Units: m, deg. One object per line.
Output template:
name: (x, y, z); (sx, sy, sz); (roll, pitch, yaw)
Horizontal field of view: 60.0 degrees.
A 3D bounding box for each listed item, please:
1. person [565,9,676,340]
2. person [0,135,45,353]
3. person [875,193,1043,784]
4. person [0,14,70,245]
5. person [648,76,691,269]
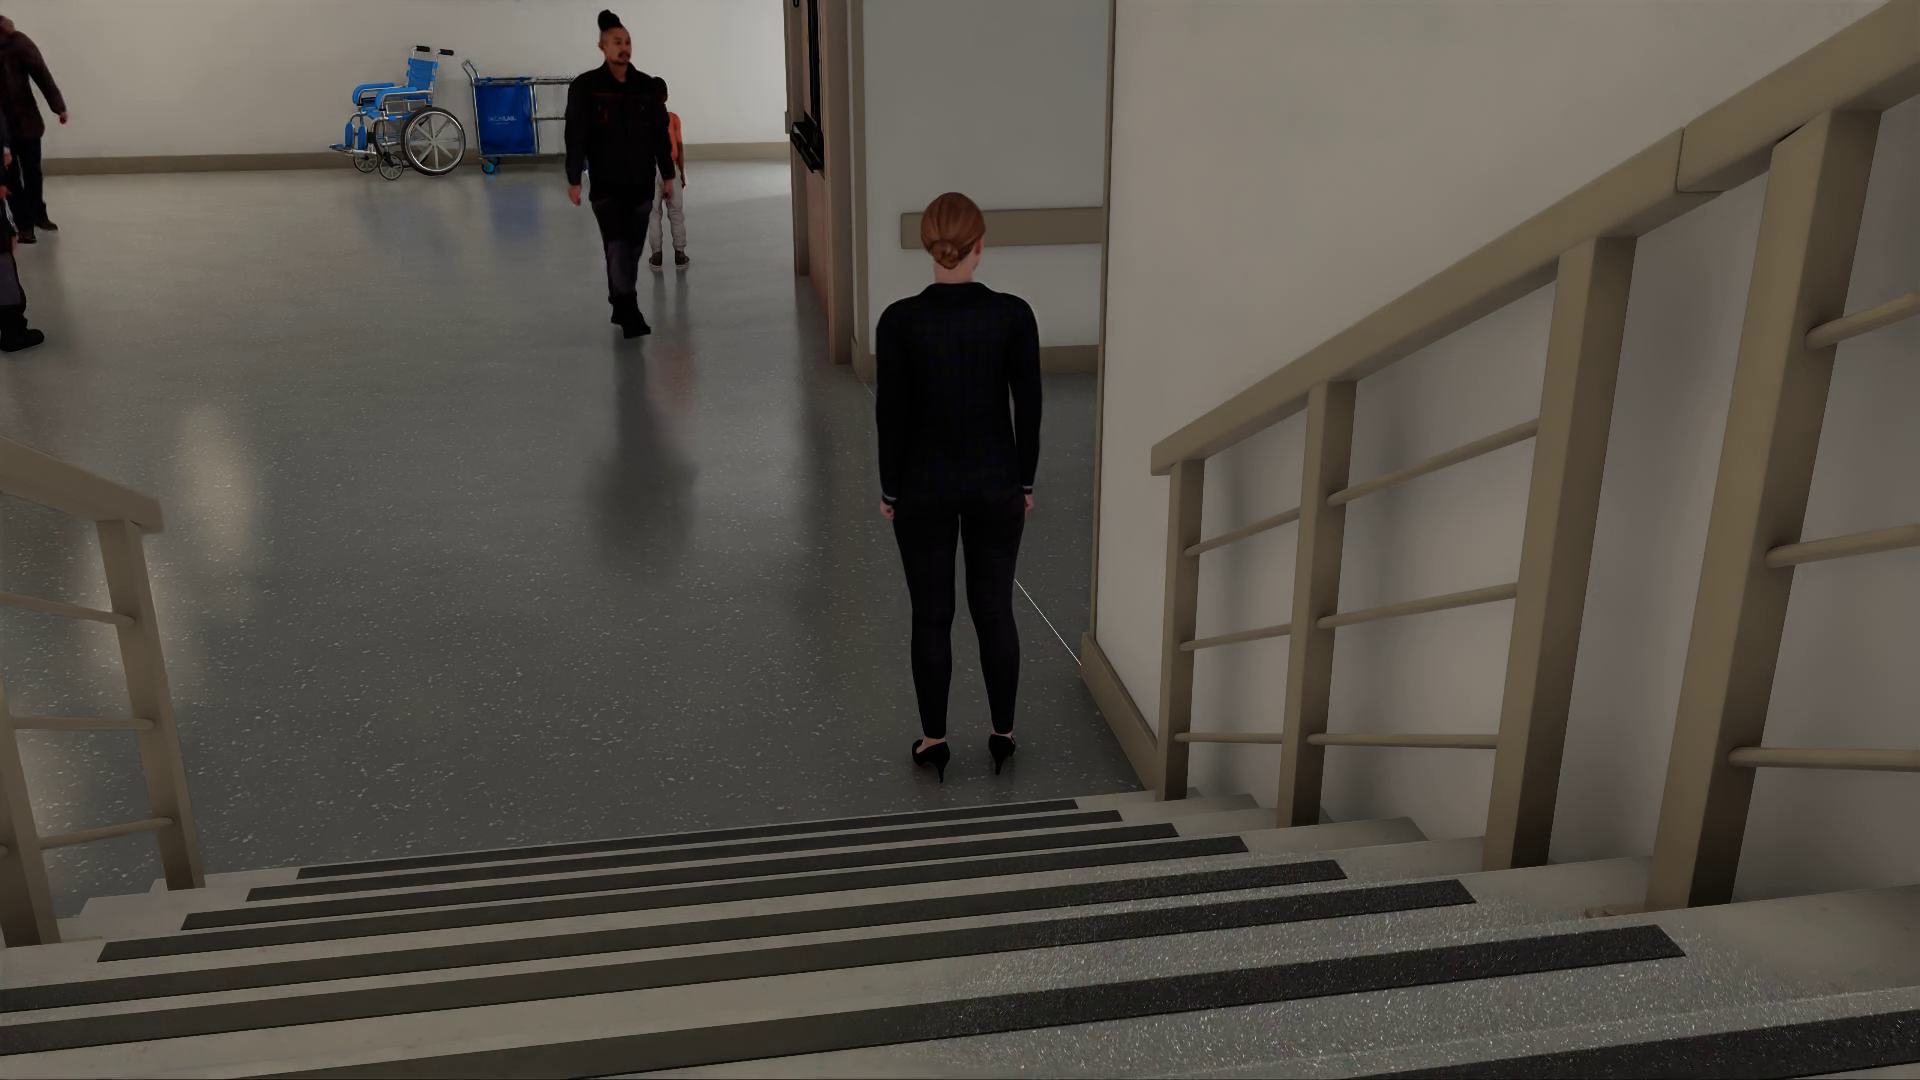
person: (-2.023, -2.125, 9.724); (1.026, 1.838, 1.131); (-15, 25, -34)
person: (-5.620, -2.026, 9.315); (0.689, 1.943, 0.572); (-3, 21, -8)
person: (-0.002, -0.118, 4.643); (0.610, 1.683, 0.532); (-3, 21, -8)
person: (-7.134, -3.143, 12.484); (1.140, 1.785, 1.306); (-15, 26, -35)
person: (-2.095, -2.581, 11.672); (0.477, 1.310, 0.470); (-3, 21, -8)
